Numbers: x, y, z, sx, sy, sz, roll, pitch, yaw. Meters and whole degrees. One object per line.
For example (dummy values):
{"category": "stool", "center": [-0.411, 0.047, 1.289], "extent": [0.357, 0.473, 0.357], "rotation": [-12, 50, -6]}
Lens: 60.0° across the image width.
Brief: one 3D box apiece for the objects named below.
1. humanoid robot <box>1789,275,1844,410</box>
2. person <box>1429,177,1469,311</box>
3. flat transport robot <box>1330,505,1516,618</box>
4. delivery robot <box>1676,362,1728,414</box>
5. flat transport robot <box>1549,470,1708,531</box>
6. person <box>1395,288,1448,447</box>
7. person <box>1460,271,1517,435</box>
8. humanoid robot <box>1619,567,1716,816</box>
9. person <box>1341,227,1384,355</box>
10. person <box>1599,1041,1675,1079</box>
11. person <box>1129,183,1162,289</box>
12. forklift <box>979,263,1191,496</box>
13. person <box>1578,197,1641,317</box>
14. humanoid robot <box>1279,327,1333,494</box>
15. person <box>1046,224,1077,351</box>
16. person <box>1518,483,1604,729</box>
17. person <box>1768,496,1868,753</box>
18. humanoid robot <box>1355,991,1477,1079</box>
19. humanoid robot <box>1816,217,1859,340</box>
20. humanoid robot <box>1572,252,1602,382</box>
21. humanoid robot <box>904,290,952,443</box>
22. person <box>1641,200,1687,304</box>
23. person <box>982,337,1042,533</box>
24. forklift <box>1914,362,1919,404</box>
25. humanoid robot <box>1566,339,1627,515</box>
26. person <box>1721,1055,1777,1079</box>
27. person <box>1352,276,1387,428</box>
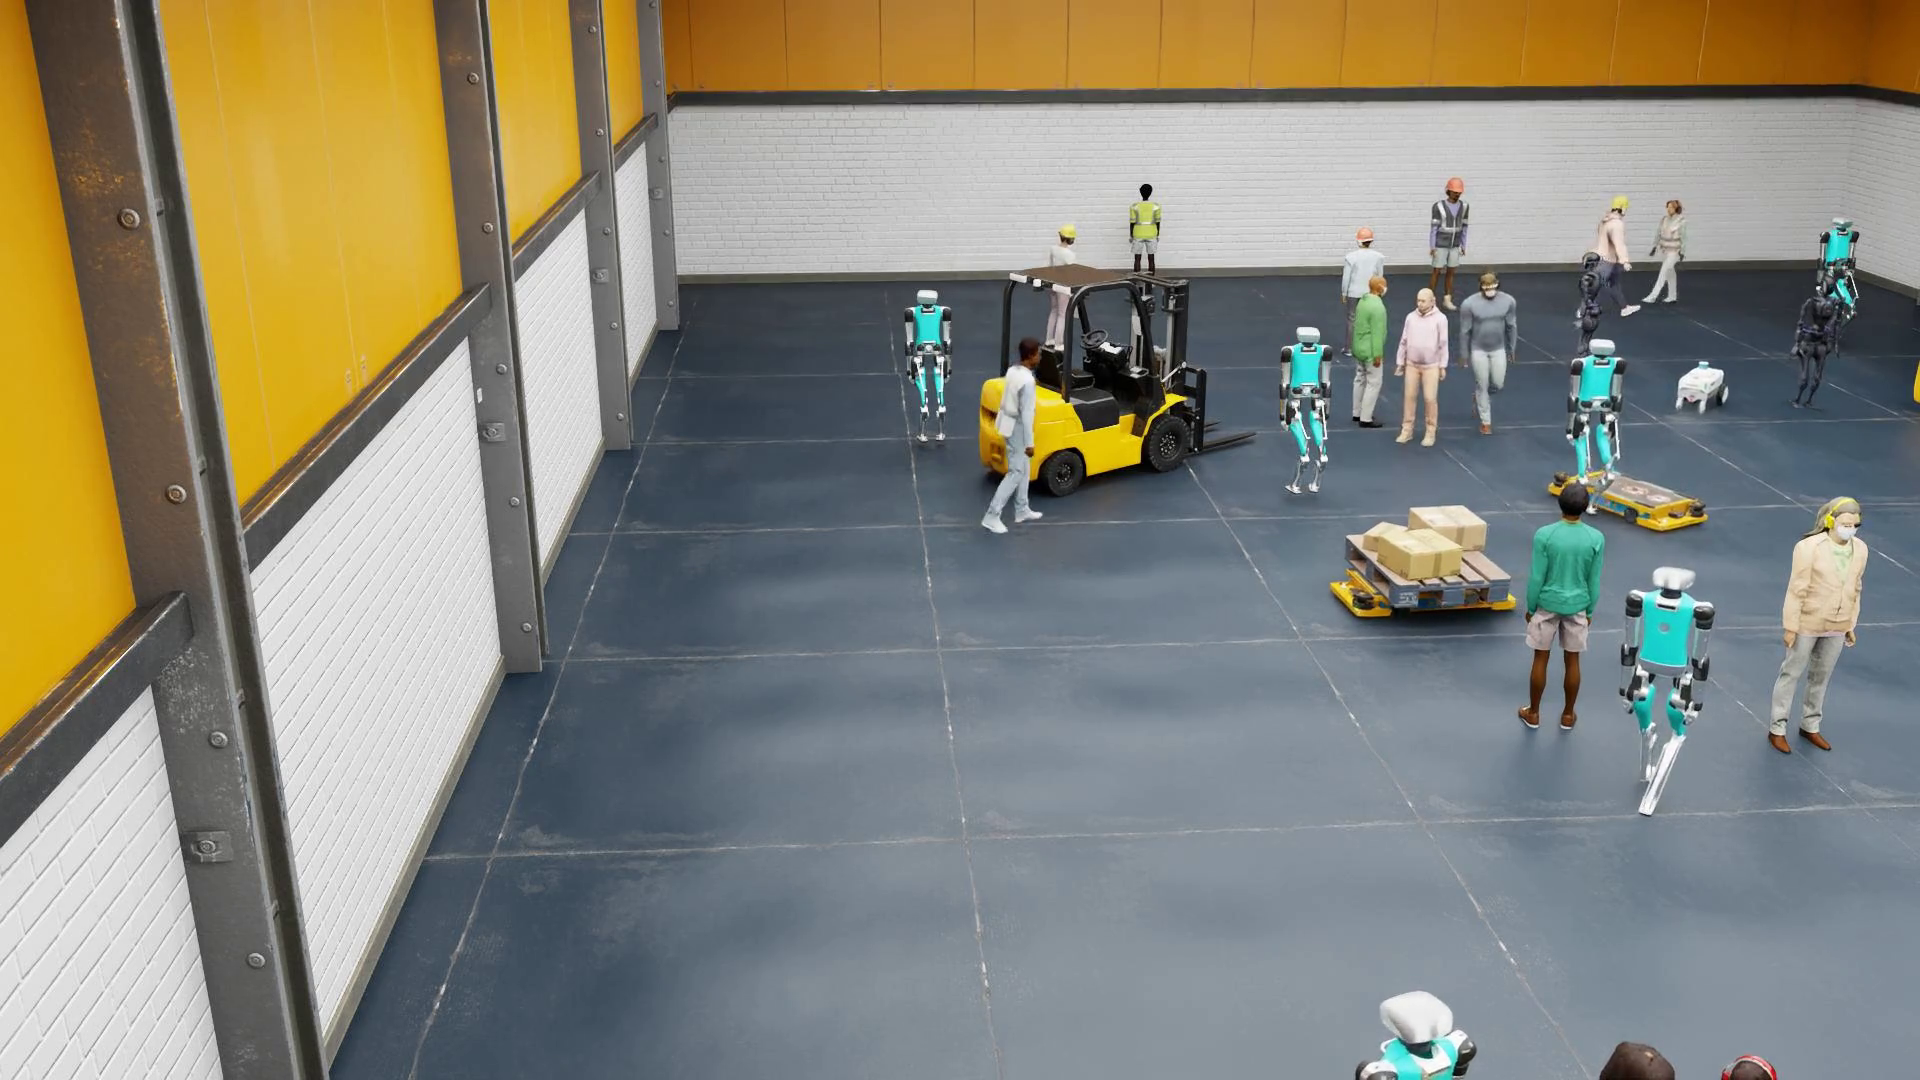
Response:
{"category": "humanoid robot", "center": [10.343, -2.384, 20.090], "extent": [0.609, 1.649, 0.305], "rotation": [-2, 20, -6]}
{"category": "person", "center": [7.433, -4.491, 25.309], "extent": [0.606, 2.036, 0.399], "rotation": [-4, 21, -12]}
{"category": "flat transport robot", "center": [4.015, 0.438, 14.435], "extent": [1.431, 0.231, 0.659], "rotation": [-3, 20, -8]}
{"category": "delivery robot", "center": [9.054, -1.882, 20.329], "extent": [0.499, 0.586, 0.783], "rotation": [16, 25, 36]}
{"category": "flat transport robot", "center": [6.725, -0.419, 16.769], "extent": [0.659, 0.231, 1.431], "rotation": [-11, 23, -27]}
{"category": "person", "center": [5.217, -1.963, 18.794], "extent": [0.567, 1.774, 0.474], "rotation": [15, 25, 35]}
{"category": "person", "center": [6.073, -2.200, 19.261], "extent": [0.668, 1.906, 0.604], "rotation": [1, 20, 3]}
{"category": "humanoid robot", "center": [4.663, 0.971, 10.962], "extent": [0.544, 1.855, 0.849], "rotation": [13, 24, 32]}
{"category": "person", "center": [5.477, -3.394, 22.713], "extent": [0.562, 1.755, 0.319], "rotation": [-1, 20, -4]}
{"category": "person", "center": [2.414, 2.641, 6.255], "extent": [0.383, 1.768, 0.467], "rotation": [18, 27, 40]}
{"category": "person", "center": [2.993, -4.918, 26.954], "extent": [0.531, 1.696, 0.319], "rotation": [0, 20, -1]}
{"category": "forklift", "center": [1.315, -1.764, 17.646], "extent": [2.313, 2.155, 1.214], "rotation": [-14, 24, -33]}
{"category": "person", "center": [9.787, -4.201, 24.813], "extent": [0.958, 1.812, 0.842], "rotation": [3, 20, 7]}
{"category": "humanoid robot", "center": [3.514, -1.256, 16.725], "extent": [0.533, 1.677, 0.735], "rotation": [-1, 20, -4]}
{"category": "person", "center": [1.415, -3.484, 22.970], "extent": [0.368, 1.750, 0.531], "rotation": [-11, 23, -28]}
{"category": "person", "center": [4.331, 0.494, 11.991], "extent": [0.493, 1.849, 0.392], "rotation": [4, 21, 11]}
{"category": "person", "center": [6.038, 0.583, 11.714], "extent": [0.550, 1.876, 0.413], "rotation": [-3, 20, -7]}
{"category": "humanoid robot", "center": [1.602, 2.545, 6.679], "extent": [0.550, 1.862, 0.695], "rotation": [-11, 23, -27]}
{"category": "humanoid robot", "center": [12.250, -3.595, 23.092], "extent": [0.533, 1.681, 0.735], "rotation": [-1, 20, -4]}
{"category": "humanoid robot", "center": [8.108, -2.879, 21.418], "extent": [0.384, 1.643, 0.603], "rotation": [11, 23, 28]}
{"category": "humanoid robot", "center": [-0.335, -1.884, 18.435], "extent": [0.533, 1.677, 0.735], "rotation": [-1, 20, -4]}
{"category": "person", "center": [10.938, -4.470, 25.856], "extent": [0.816, 1.597, 0.534], "rotation": [-6, 21, -16]}
{"category": "person", "center": [0.526, -1.018, 16.088], "extent": [0.637, 1.904, 0.623], "rotation": [-5, 21, -14]}
{"category": "forklift", "center": [12.602, -2.435, 19.475], "extent": [2.313, 2.155, 1.214], "rotation": [-1, 20, -4]}
{"category": "humanoid robot", "center": [6.260, -1.011, 16.317], "extent": [0.538, 1.844, 0.666], "rotation": [0, 20, -1]}
{"category": "person", "center": [2.886, 2.673, 6.330], "extent": [0.473, 1.651, 0.318], "rotation": [17, 26, 39]}
{"category": "person", "center": [4.785, -2.203, 19.454], "extent": [0.392, 1.779, 0.563], "rotation": [-3, 20, -7]}
